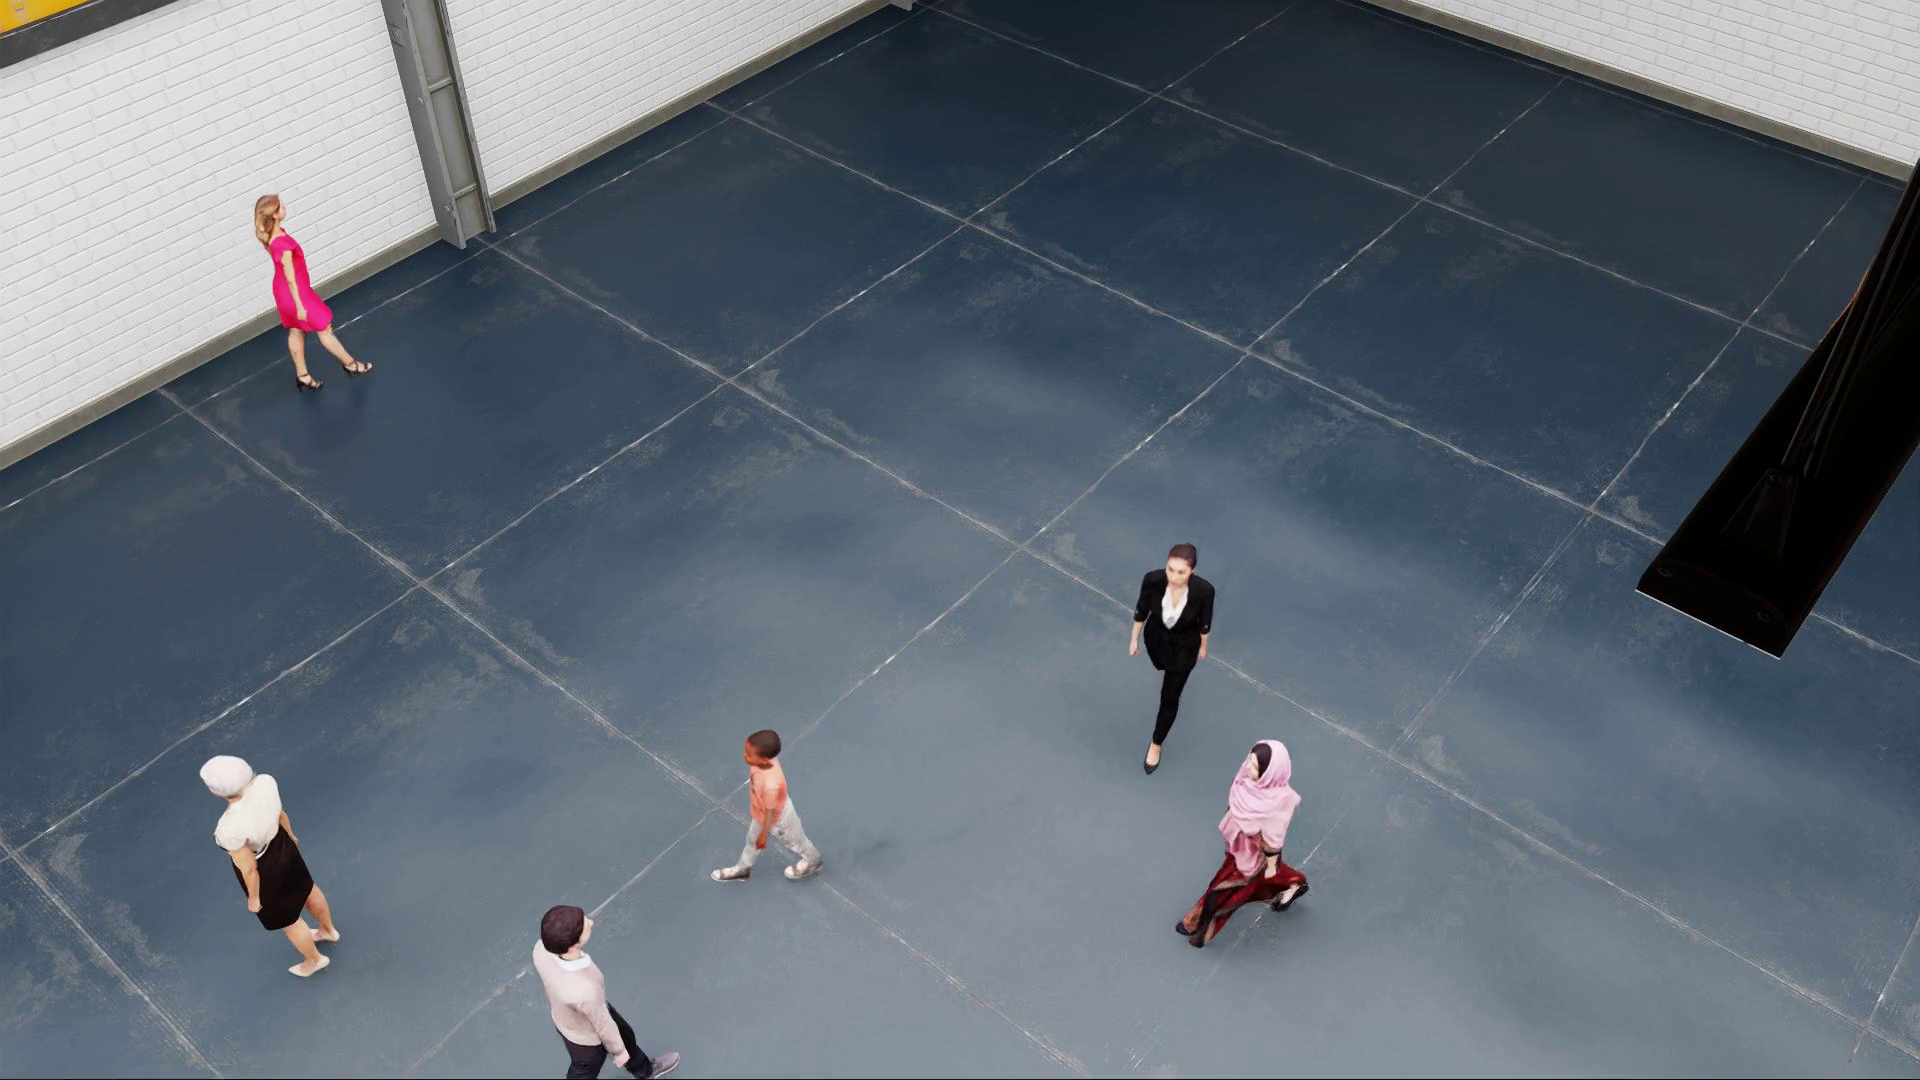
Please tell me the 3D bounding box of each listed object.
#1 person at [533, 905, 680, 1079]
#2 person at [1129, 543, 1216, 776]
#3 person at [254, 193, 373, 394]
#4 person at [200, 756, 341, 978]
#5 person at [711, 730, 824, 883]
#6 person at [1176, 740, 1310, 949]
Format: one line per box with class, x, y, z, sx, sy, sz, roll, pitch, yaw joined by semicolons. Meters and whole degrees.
person;-1.902;2.437;8.157;1.229;1.773;0.779;-30;51;-27
person;1.316;0.589;10.207;0.827;1.620;1.148;16;46;16
person;-5.150;-1.839;12.690;0.868;1.711;0.689;-27;50;-26
person;-3.666;1.753;8.890;0.777;1.752;0.649;7;44;7
person;-0.997;1.532;9.466;0.946;1.277;0.793;-12;45;-13
person;1.670;1.632;9.121;1.127;1.609;1.009;-9;44;-9
